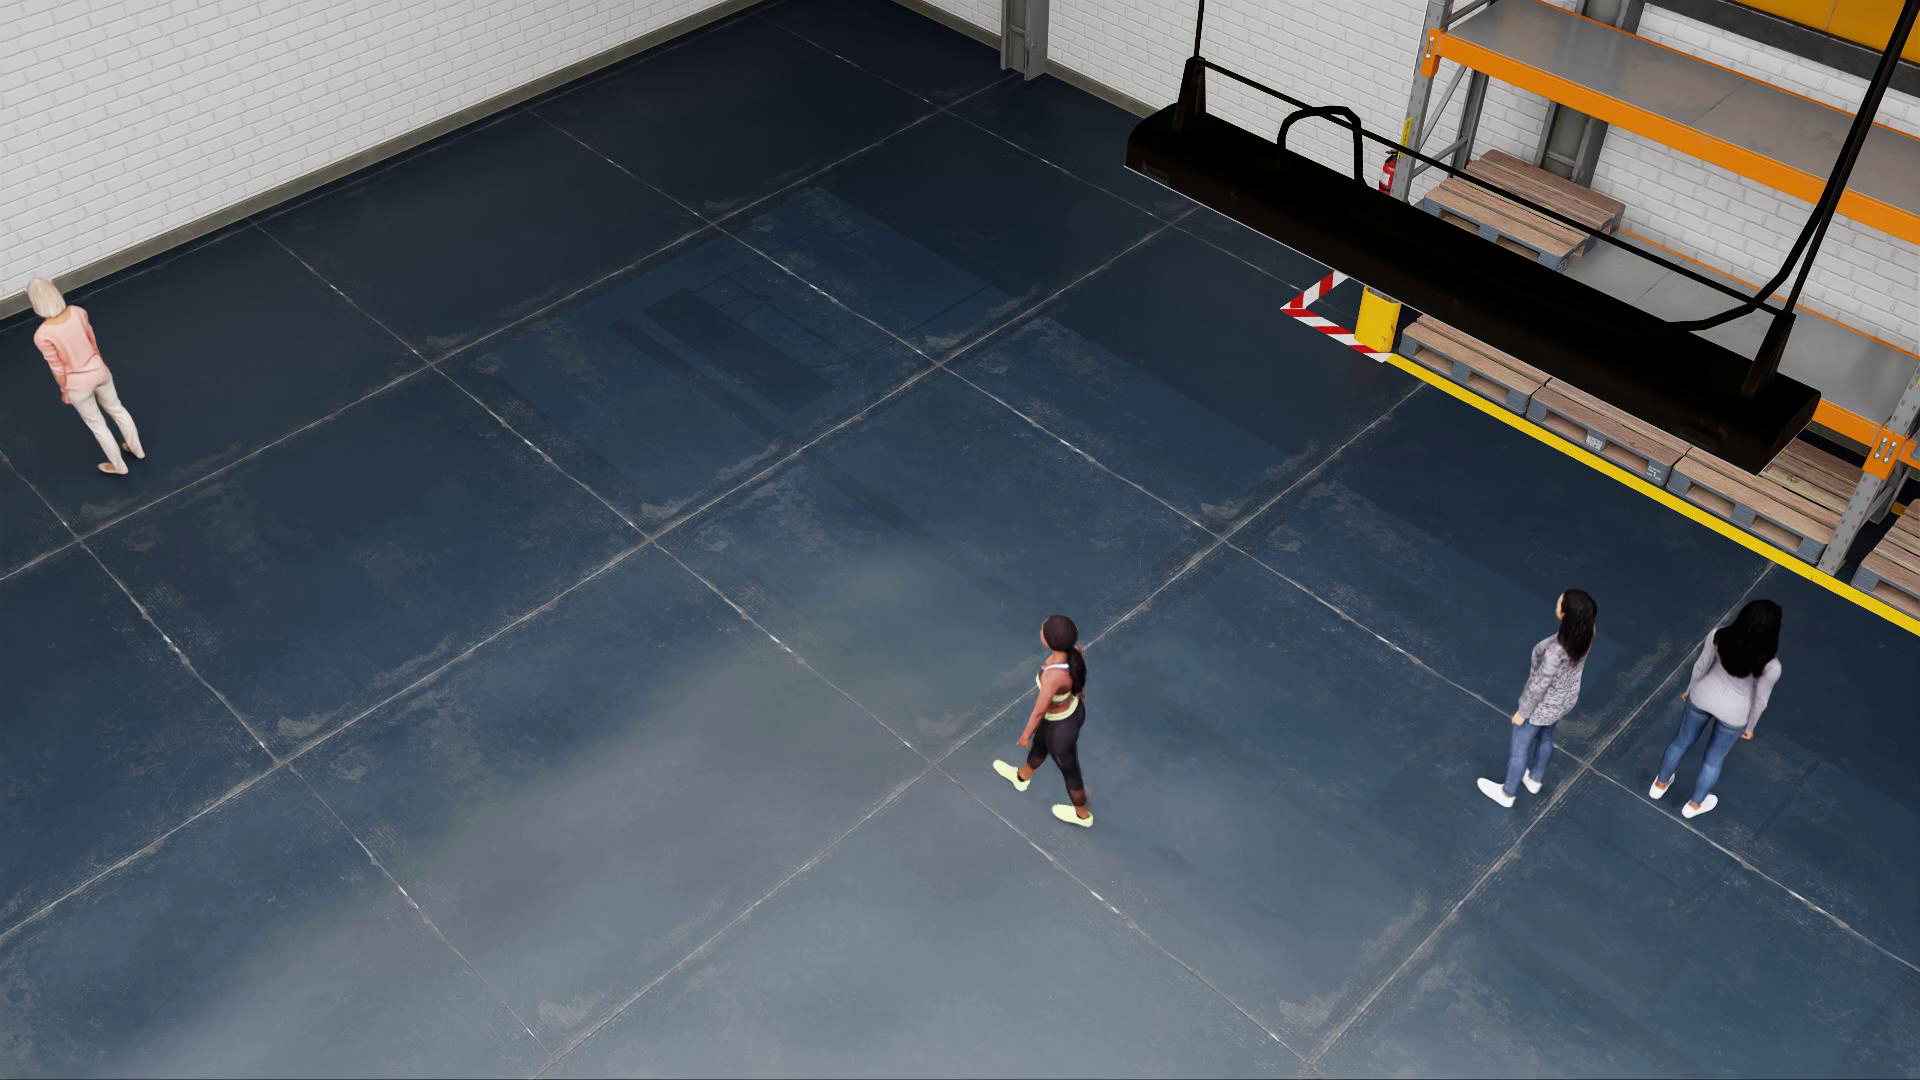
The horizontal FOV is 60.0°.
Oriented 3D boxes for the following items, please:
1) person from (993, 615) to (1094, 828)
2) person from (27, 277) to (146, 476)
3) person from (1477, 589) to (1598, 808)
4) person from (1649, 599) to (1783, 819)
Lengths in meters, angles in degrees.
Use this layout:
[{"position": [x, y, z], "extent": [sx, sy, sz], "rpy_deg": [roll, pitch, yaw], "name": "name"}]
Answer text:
[{"position": [0.687, 1.134, 9.885], "extent": [1.036, 1.727, 0.777], "rpy_deg": [20, 47, 20], "name": "person"}, {"position": [-6.506, -1.216, 12.353], "extent": [0.635, 1.725, 0.665], "rpy_deg": [18, 46, 18], "name": "person"}, {"position": [3.560, 0.968, 10.056], "extent": [0.644, 1.731, 0.577], "rpy_deg": [-28, 50, -26], "name": "person"}, {"position": [4.566, 1.007, 10.013], "extent": [0.672, 1.734, 0.467], "rpy_deg": [-32, 52, -29], "name": "person"}]
